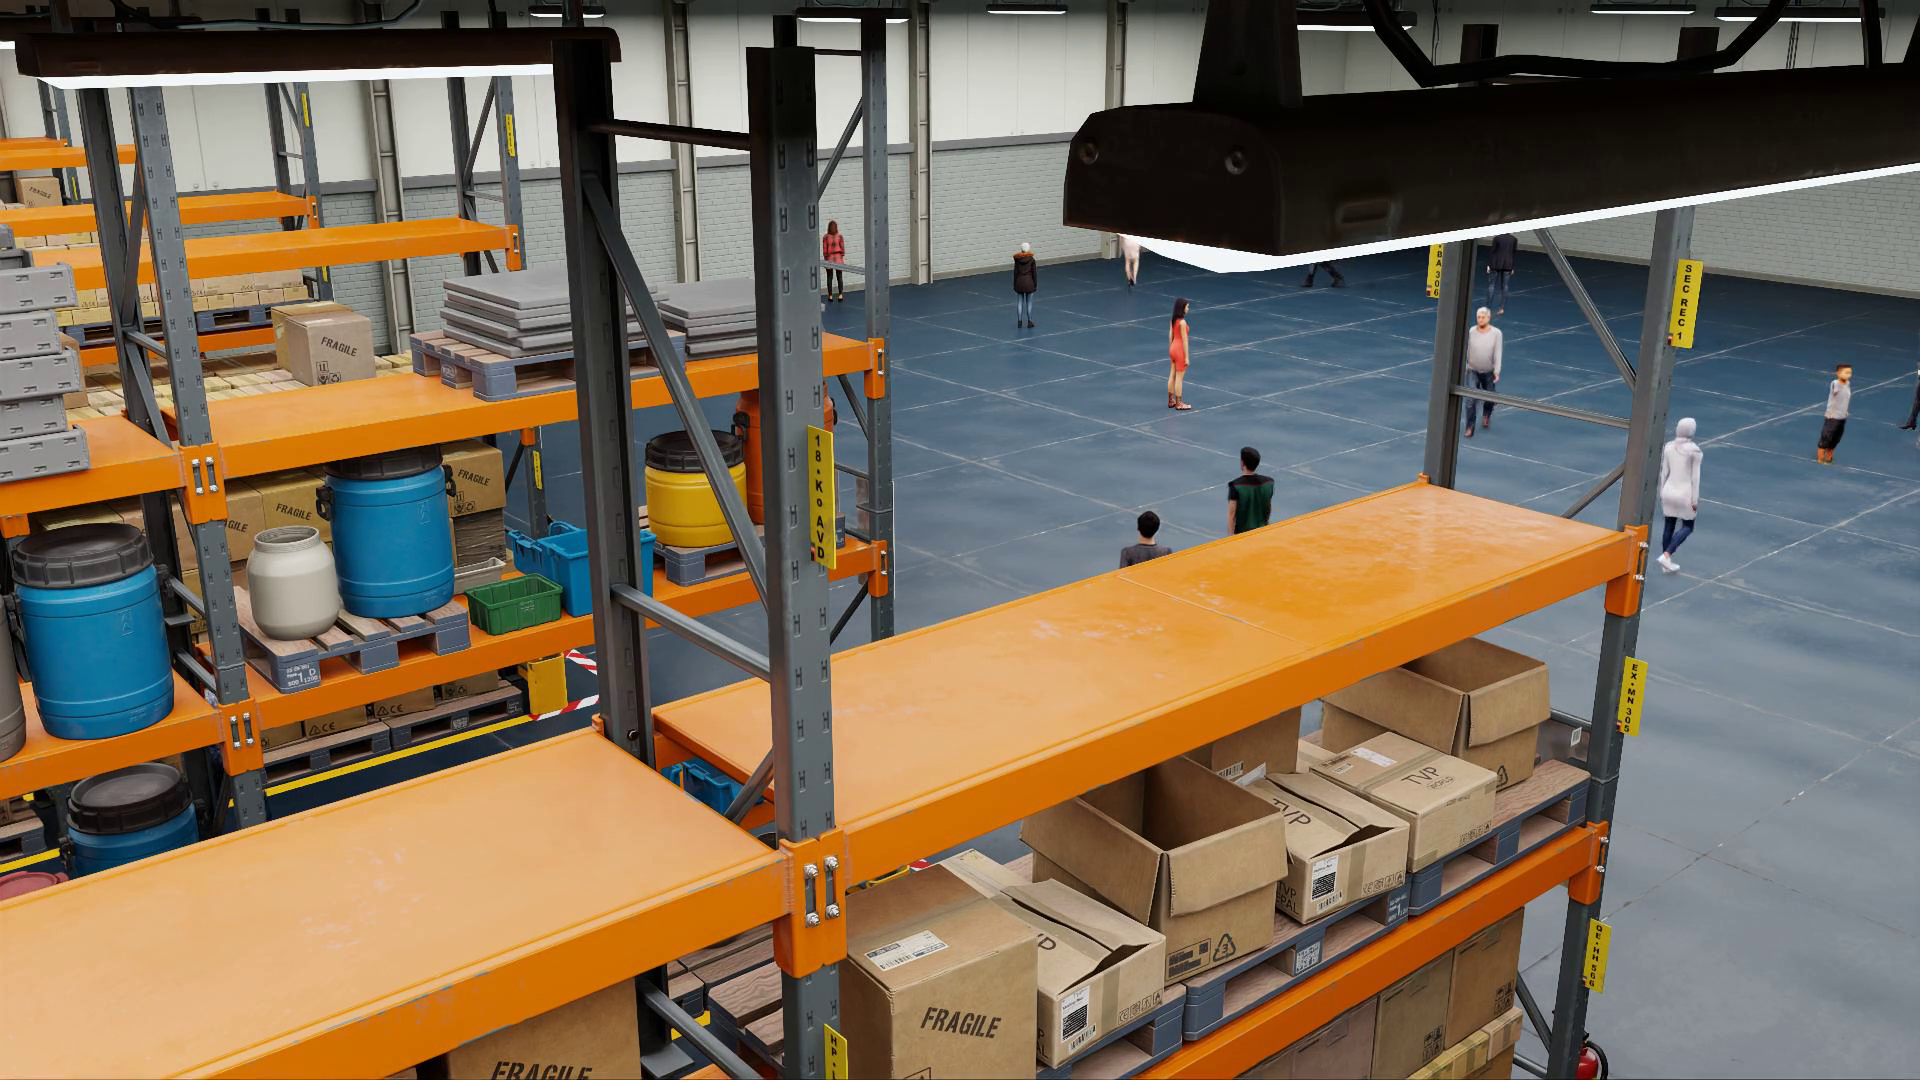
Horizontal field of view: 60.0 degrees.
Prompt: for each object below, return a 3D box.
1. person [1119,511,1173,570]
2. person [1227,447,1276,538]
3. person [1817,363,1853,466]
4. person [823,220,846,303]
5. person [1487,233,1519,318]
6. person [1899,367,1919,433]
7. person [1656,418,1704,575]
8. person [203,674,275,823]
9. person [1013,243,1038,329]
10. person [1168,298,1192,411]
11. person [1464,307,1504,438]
[{"bbox_3d":[1.637,0.629,14.768,0.674,1.843,0.822,-3,18,-10],"label":"person"},{"bbox_3d":[2.909,0.039,16.554,1.190,1.858,1.021,-7,19,-20],"label":"person"},{"bbox_3d":[11.991,-1.765,22.747,0.499,1.454,0.684,-9,20,-26],"label":"person"},{"bbox_3d":[-2.645,-5.865,34.933,0.669,1.704,0.762,-2,18,-5],"label":"person"},{"bbox_3d":[9.789,-4.957,30.187,0.823,1.782,0.787,2,18,7],"label":"person"},{"bbox_3d":[14.213,-2.355,24.349,0.809,1.583,0.750,1,18,4],"label":"person"},{"bbox_3d":[7.823,-0.455,18.213,0.716,1.770,0.653,-11,21,-31],"label":"person"},{"bbox_3d":[-5.404,1.593,12.041,0.891,1.697,0.586,-15,23,-38],"label":"person"},{"bbox_3d":[1.256,-4.942,32.210,0.743,1.634,0.788,3,18,10],"label":"person"},{"bbox_3d":[3.383,-2.885,25.751,0.621,1.723,0.647,-7,19,-22],"label":"person"},{"bbox_3d":[7.596,-2.448,24.155,1.025,1.880,1.230,8,20,24],"label":"person"}]
